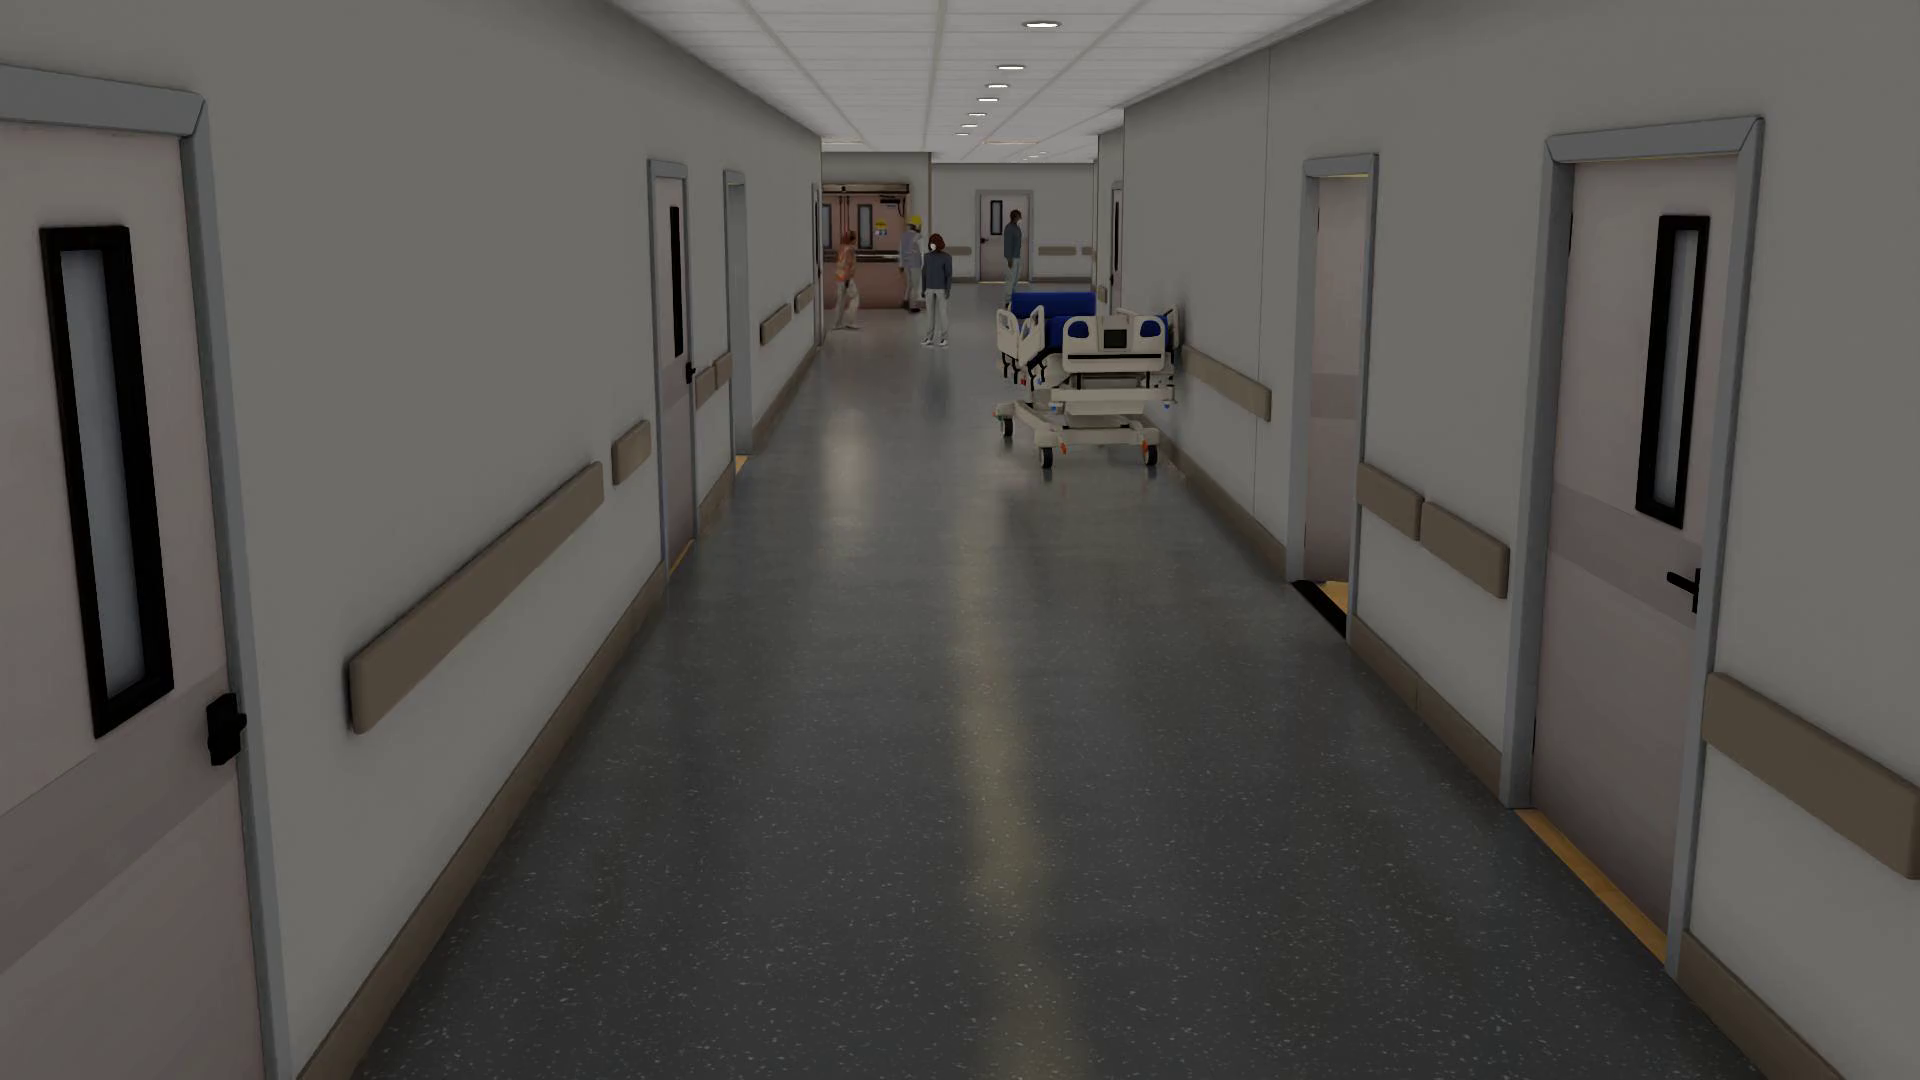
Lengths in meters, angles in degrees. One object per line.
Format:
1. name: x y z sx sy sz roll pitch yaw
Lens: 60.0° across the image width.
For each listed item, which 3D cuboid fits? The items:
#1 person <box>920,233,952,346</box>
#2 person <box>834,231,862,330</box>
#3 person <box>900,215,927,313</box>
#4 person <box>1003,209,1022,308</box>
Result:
1. person: -0.348 -3.639 24.228 0.497 1.633 0.284 6 13 27
2. person: -1.831 -4.246 27.230 0.538 1.612 0.524 -4 12 -19
3. person: -0.858 -5.167 31.210 0.625 1.817 0.424 11 16 43
4. person: 1.050 -5.533 32.737 0.378 1.931 0.635 4 12 20
